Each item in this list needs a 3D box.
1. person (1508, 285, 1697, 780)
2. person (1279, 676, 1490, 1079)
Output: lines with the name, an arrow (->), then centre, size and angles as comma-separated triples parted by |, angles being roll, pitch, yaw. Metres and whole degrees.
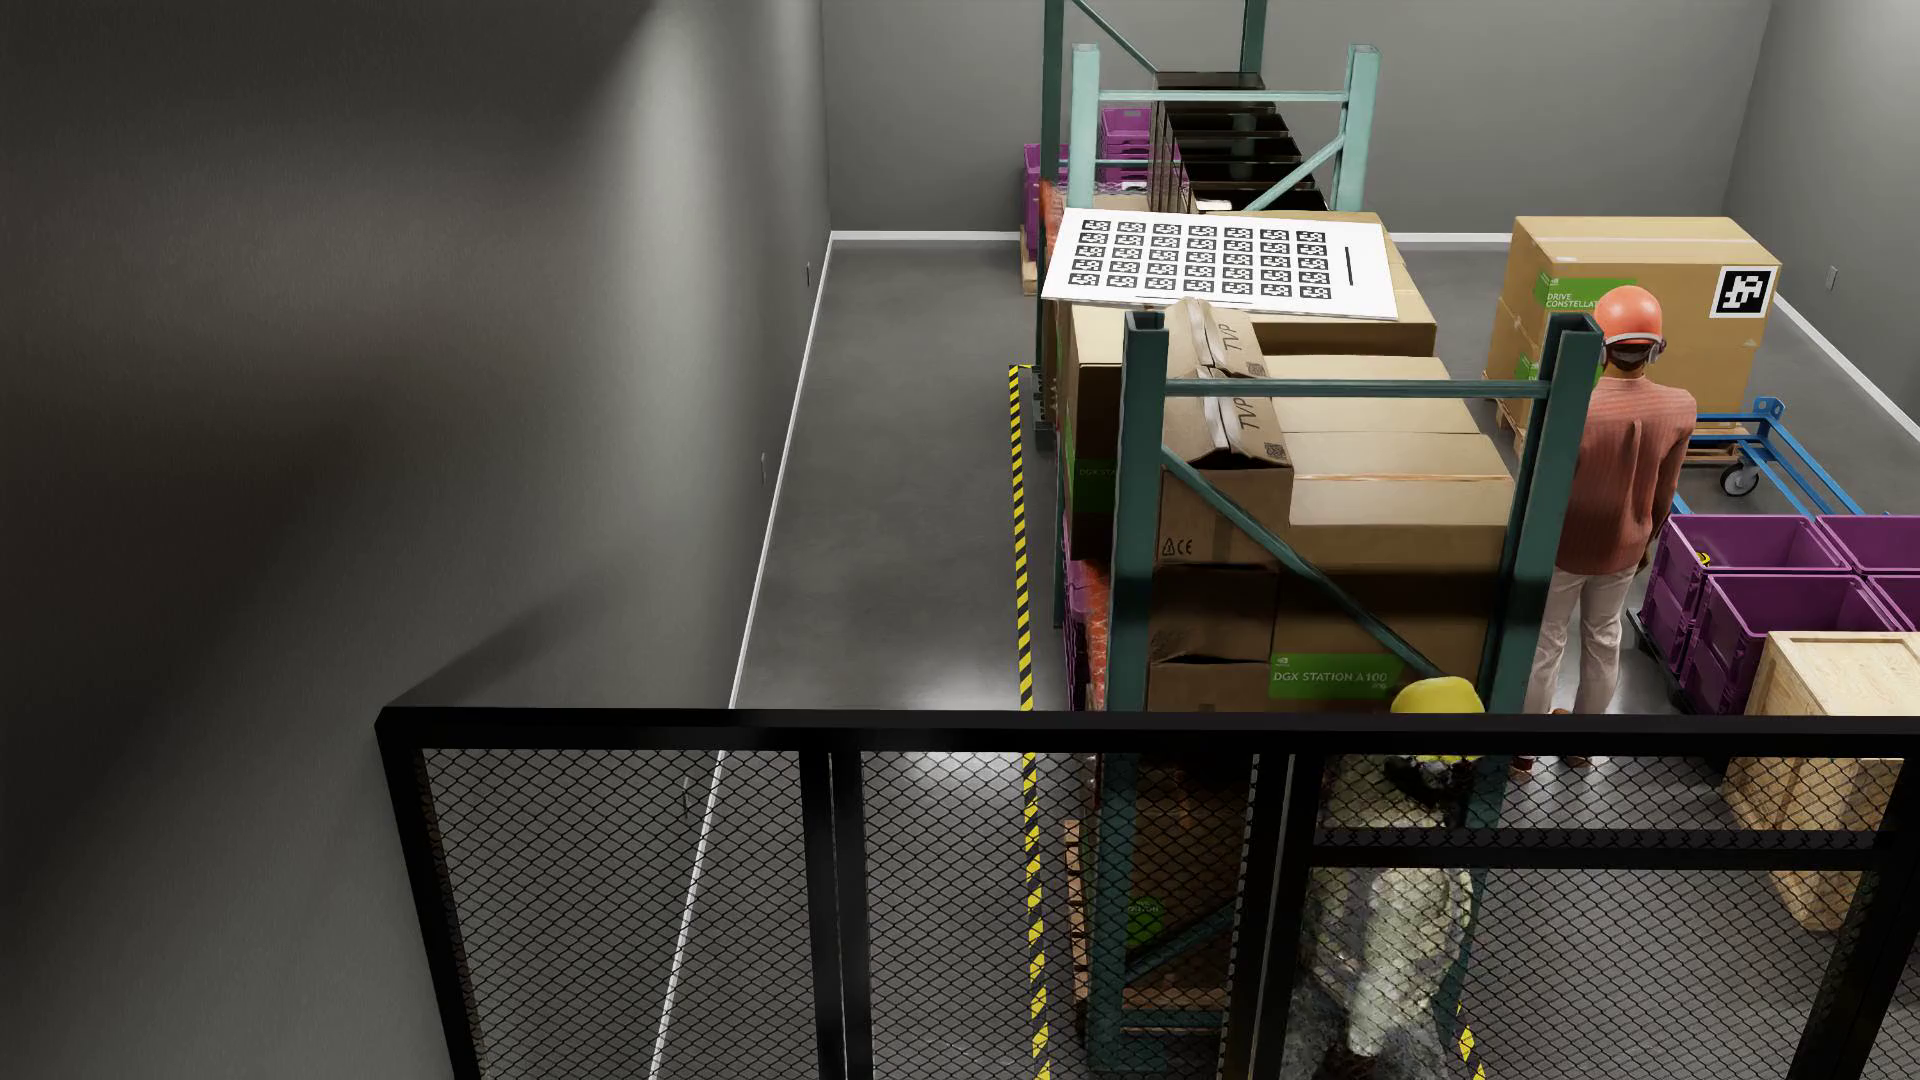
person -> 2.308, 0.012, 6.149 | 0.611, 1.987, 0.383 | -7, 32, -12
person -> 1.213, 1.114, 4.509 | 0.922, 1.780, 0.618 | -2, 31, -4
